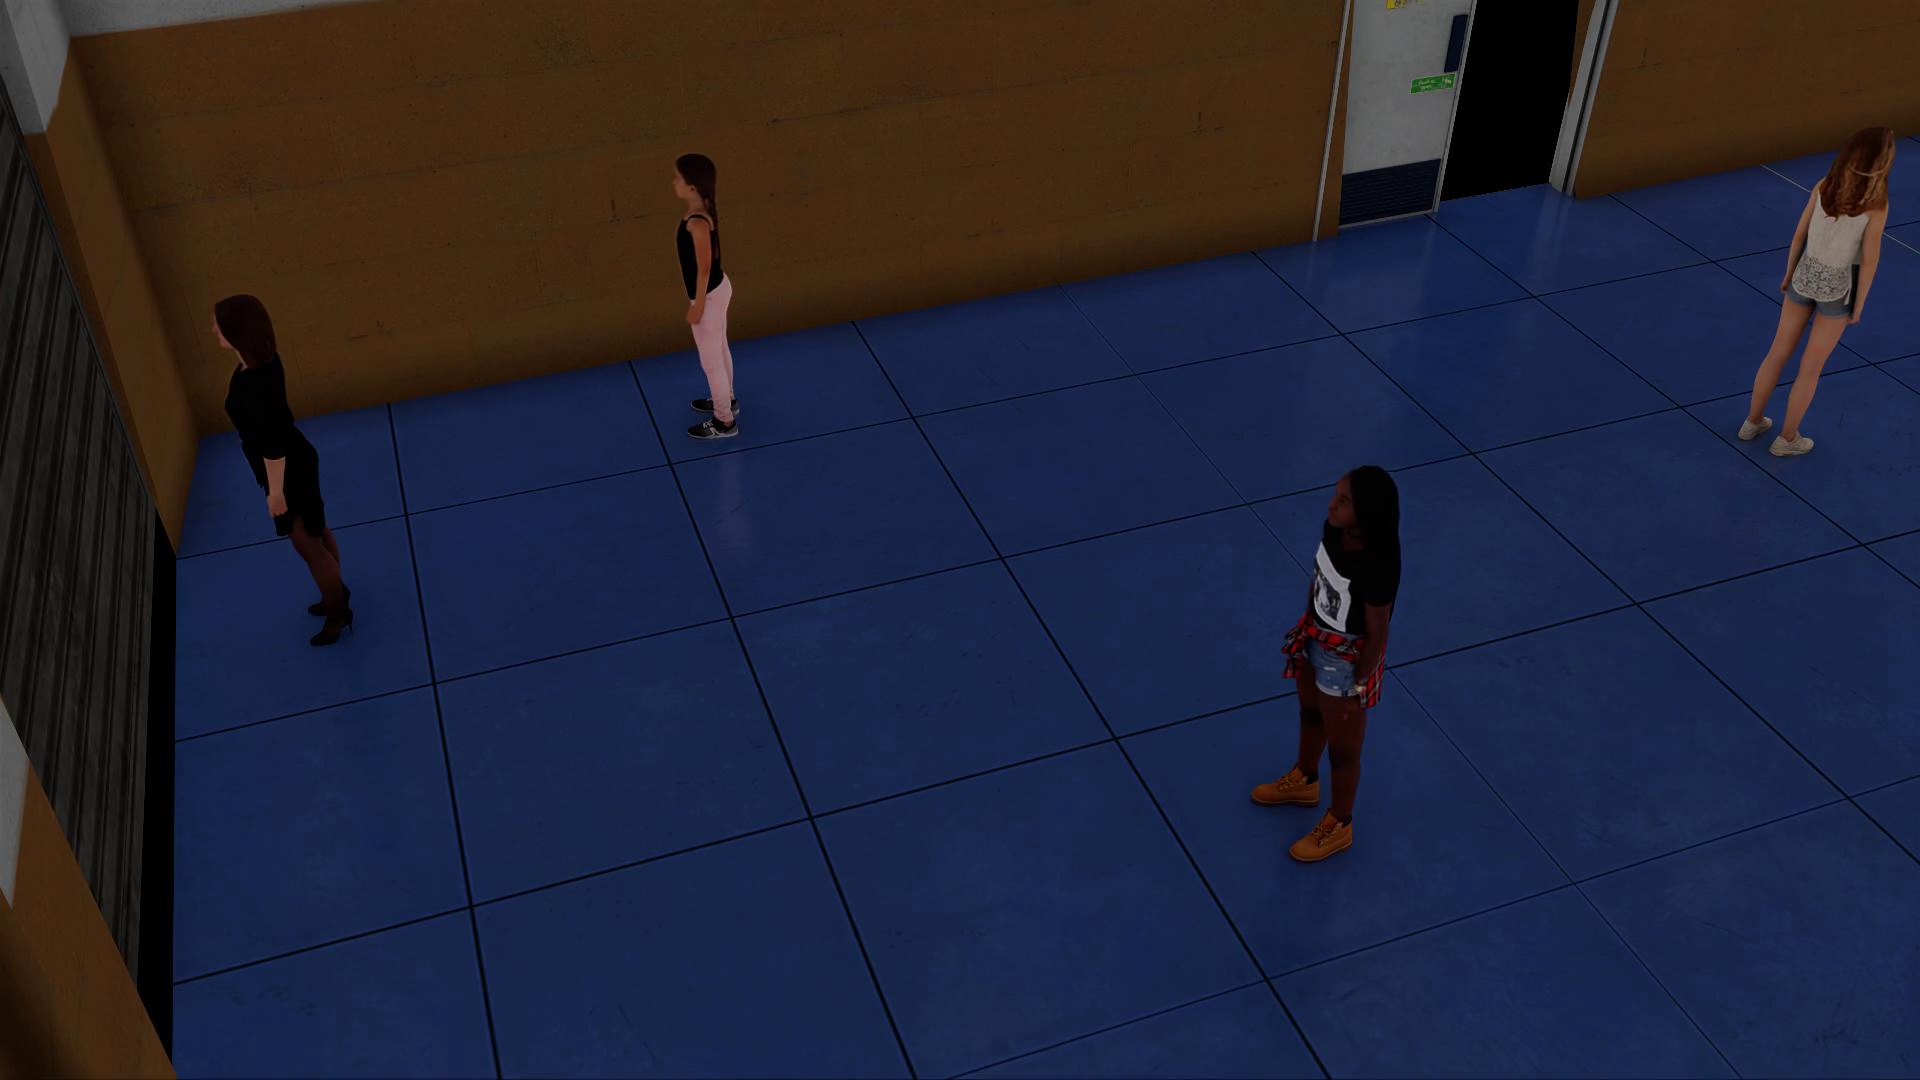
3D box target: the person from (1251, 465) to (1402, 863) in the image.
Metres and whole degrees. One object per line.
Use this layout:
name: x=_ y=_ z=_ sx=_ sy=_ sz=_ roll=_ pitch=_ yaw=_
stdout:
person: x=1.387 y=0.449 z=6.111 sx=0.669 sy=1.728 sz=0.539 roll=-10 pitch=38 yaw=-13

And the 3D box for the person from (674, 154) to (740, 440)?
person: x=-1.292 y=-1.249 z=8.509 sx=0.666 sy=1.565 sz=0.556 roll=1 pitch=37 yaw=1

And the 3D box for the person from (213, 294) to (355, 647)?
person: x=-2.864 y=-0.287 z=7.096 sx=0.653 sy=1.706 sz=0.441 roll=-10 pitch=38 yaw=-13

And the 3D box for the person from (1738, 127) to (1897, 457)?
person: x=4.299 y=-1.231 z=8.323 sx=0.686 sy=1.759 sz=0.523 roll=-21 pitch=42 yaw=-26
